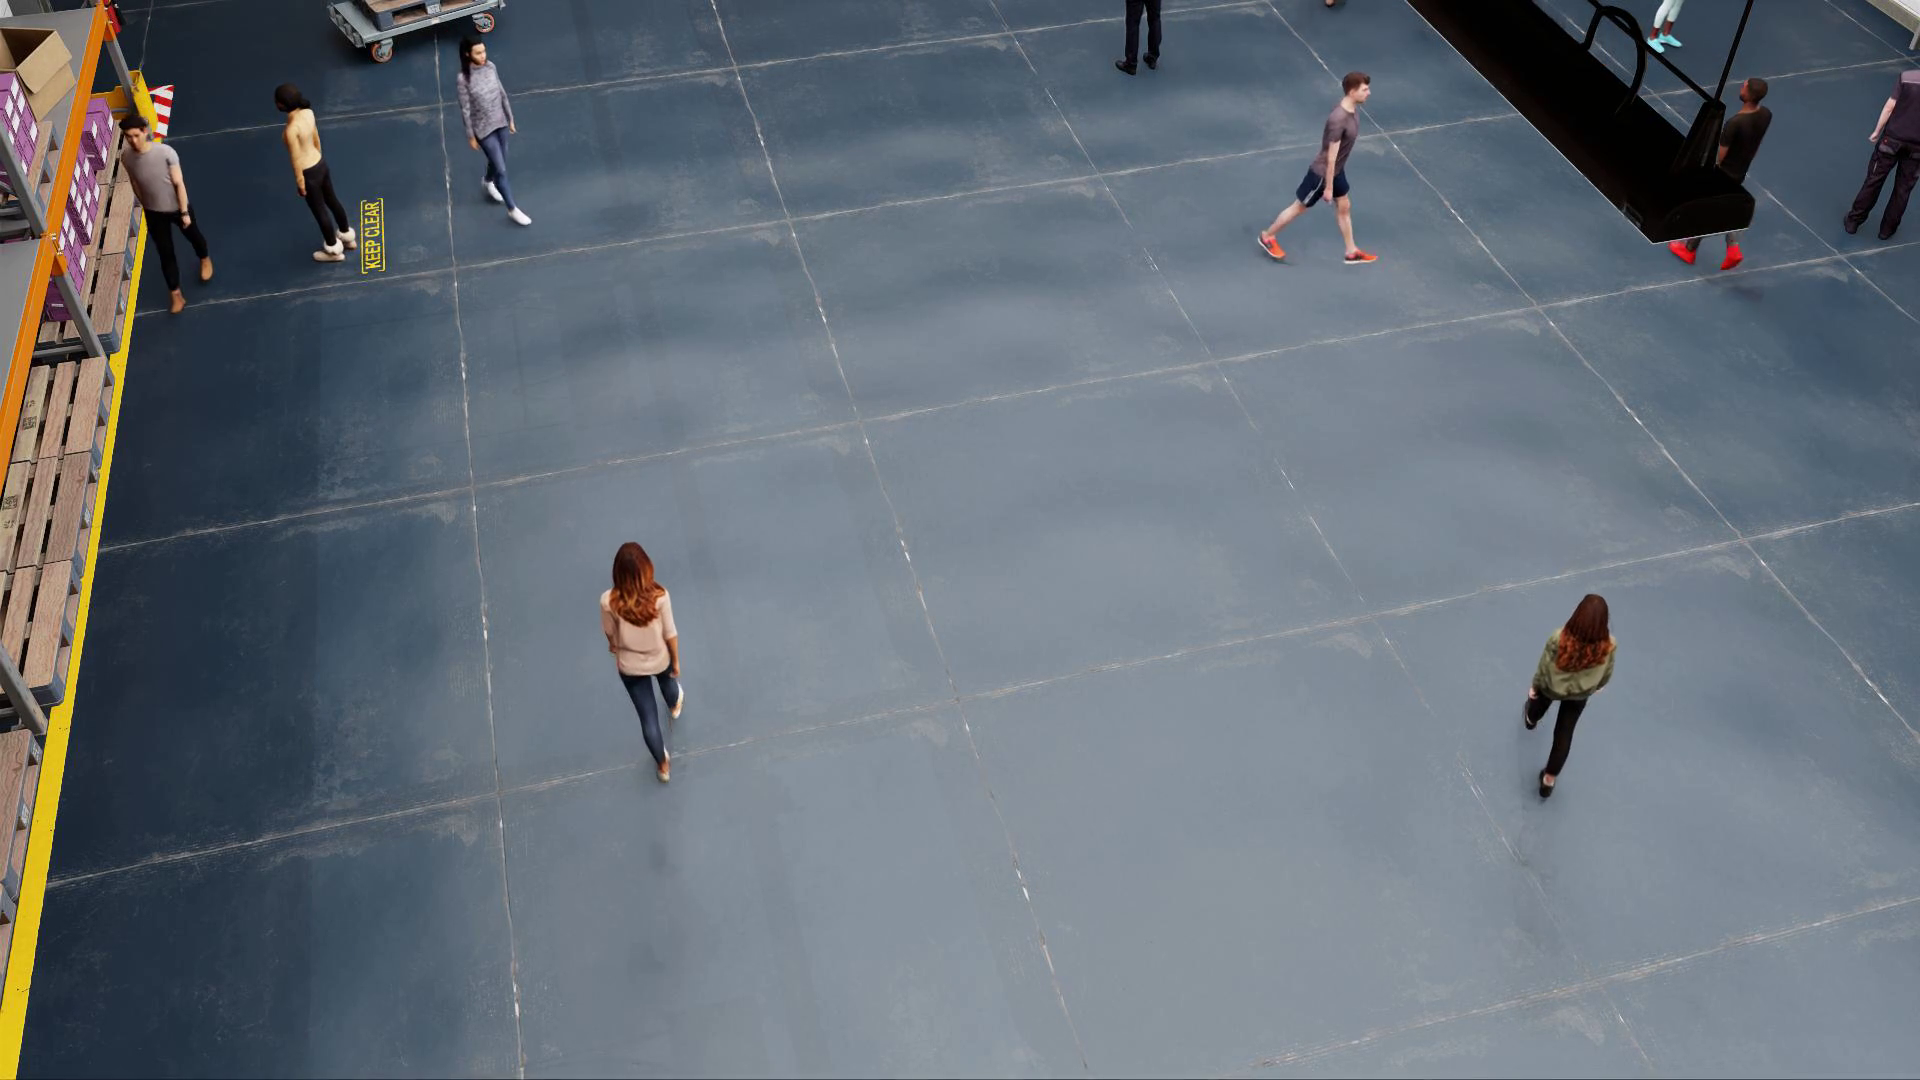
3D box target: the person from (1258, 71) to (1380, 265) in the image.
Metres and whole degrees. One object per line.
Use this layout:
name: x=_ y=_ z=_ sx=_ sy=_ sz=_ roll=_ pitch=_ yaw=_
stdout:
person: x=3.039 y=-3.140 z=14.169 sx=1.305 sy=1.786 sz=1.267 roll=21 pitch=47 yaw=21

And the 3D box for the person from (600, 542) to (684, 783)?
person: x=-1.901 y=0.802 z=10.052 sx=0.630 sy=1.758 sz=0.979 roll=-9 pitch=44 yaw=-9

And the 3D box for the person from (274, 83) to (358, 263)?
person: x=-5.552 y=-3.168 z=14.291 sx=0.734 sy=1.659 sz=0.624 roll=8 pitch=44 yaw=9

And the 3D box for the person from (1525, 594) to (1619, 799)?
person: x=3.689 y=0.959 z=10.122 sx=0.917 sy=1.434 sz=1.107 roll=10 pitch=44 yaw=10

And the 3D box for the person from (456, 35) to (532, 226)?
person: x=-4.233 y=-3.707 z=14.818 sx=1.092 sy=1.712 sz=0.988 roll=26 pitch=49 yaw=25

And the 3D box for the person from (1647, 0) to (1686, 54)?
person: x=7.446 y=-5.869 z=17.080 sx=0.643 sy=1.723 sz=0.649 roll=-28 pitch=50 yaw=-26

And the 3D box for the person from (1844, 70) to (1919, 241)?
person: x=8.245 y=-3.481 z=14.486 sx=0.789 sy=1.843 sz=0.833 roll=19 pitch=47 yaw=19

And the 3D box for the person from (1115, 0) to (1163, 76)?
person: x=1.862 y=-5.594 z=16.704 sx=0.757 sy=1.843 sz=0.678 roll=-19 pitch=47 yaw=-19

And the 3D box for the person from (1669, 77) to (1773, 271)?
person: x=6.542 y=-3.046 z=14.065 sx=0.727 sy=1.794 sz=0.957 roll=-16 pitch=46 yaw=-16

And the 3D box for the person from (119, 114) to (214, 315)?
person: x=-6.597 y=-2.823 z=13.919 sx=0.659 sy=1.673 sz=1.108 roll=-7 pitch=44 yaw=-7
